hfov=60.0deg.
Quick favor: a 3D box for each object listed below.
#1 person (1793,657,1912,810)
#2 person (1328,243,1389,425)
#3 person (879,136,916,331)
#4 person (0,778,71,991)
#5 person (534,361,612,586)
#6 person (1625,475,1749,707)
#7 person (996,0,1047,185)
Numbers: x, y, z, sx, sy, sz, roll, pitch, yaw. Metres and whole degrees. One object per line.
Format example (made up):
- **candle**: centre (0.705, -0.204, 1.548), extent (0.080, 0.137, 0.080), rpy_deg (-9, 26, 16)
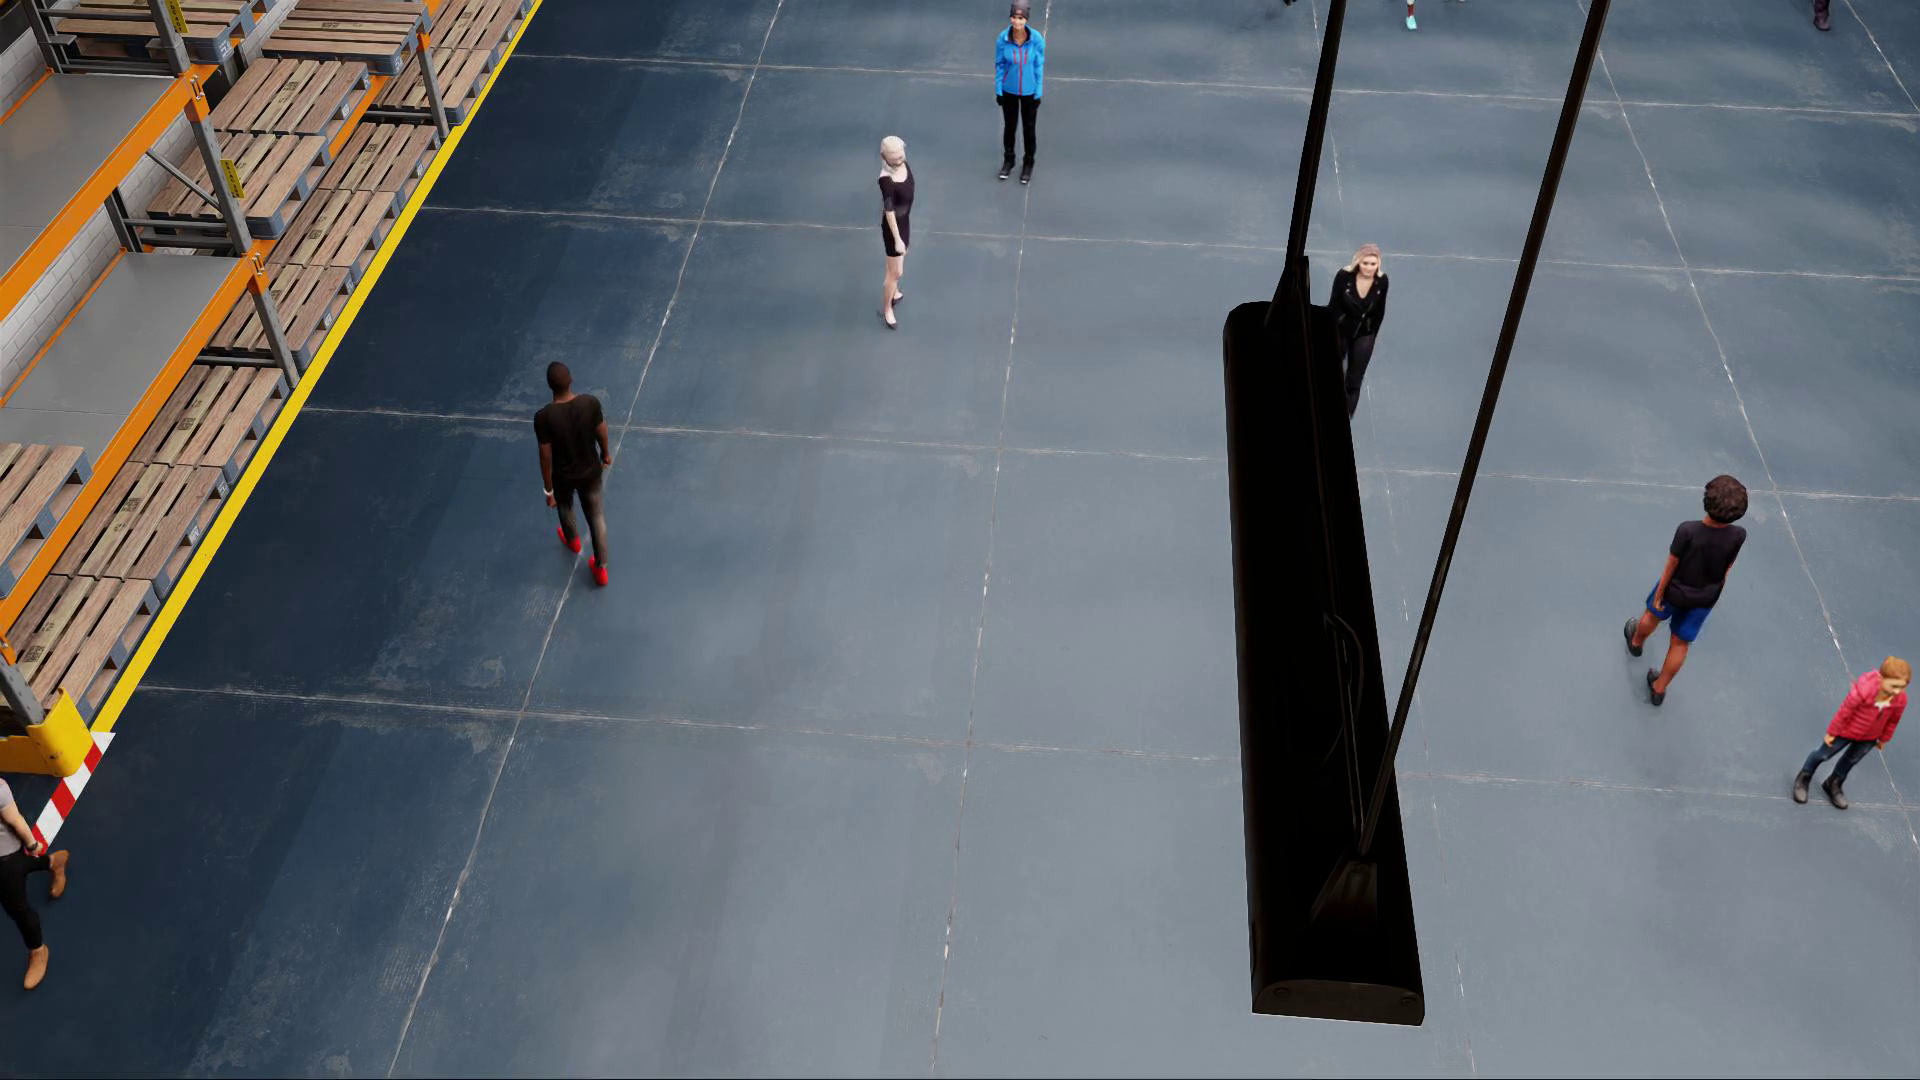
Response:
- **person**: centre (5.472, 1.158, 10.172), extent (0.530, 1.311, 0.509), rpy_deg (7, 44, 7)
- **person**: centre (2.994, -1.628, 12.844), extent (0.644, 1.659, 0.915), rpy_deg (7, 44, 7)
- **person**: centre (-0.548, -2.627, 13.785), extent (0.827, 1.807, 0.502), rpy_deg (0, 44, 0)
- **person**: centre (-5.413, 1.674, 9.355), extent (0.587, 1.691, 1.081), rpy_deg (4, 44, 4)
- **person**: centre (-2.615, -0.405, 11.471), extent (0.970, 1.782, 1.075), rpy_deg (-20, 47, -20)
- **person**: centre (4.688, 0.381, 10.653), extent (0.676, 1.773, 0.952), rpy_deg (9, 44, 10)
- **person**: centre (0.562, -4.154, 15.395), extent (0.635, 1.798, 0.572), rpy_deg (9, 44, 10)
